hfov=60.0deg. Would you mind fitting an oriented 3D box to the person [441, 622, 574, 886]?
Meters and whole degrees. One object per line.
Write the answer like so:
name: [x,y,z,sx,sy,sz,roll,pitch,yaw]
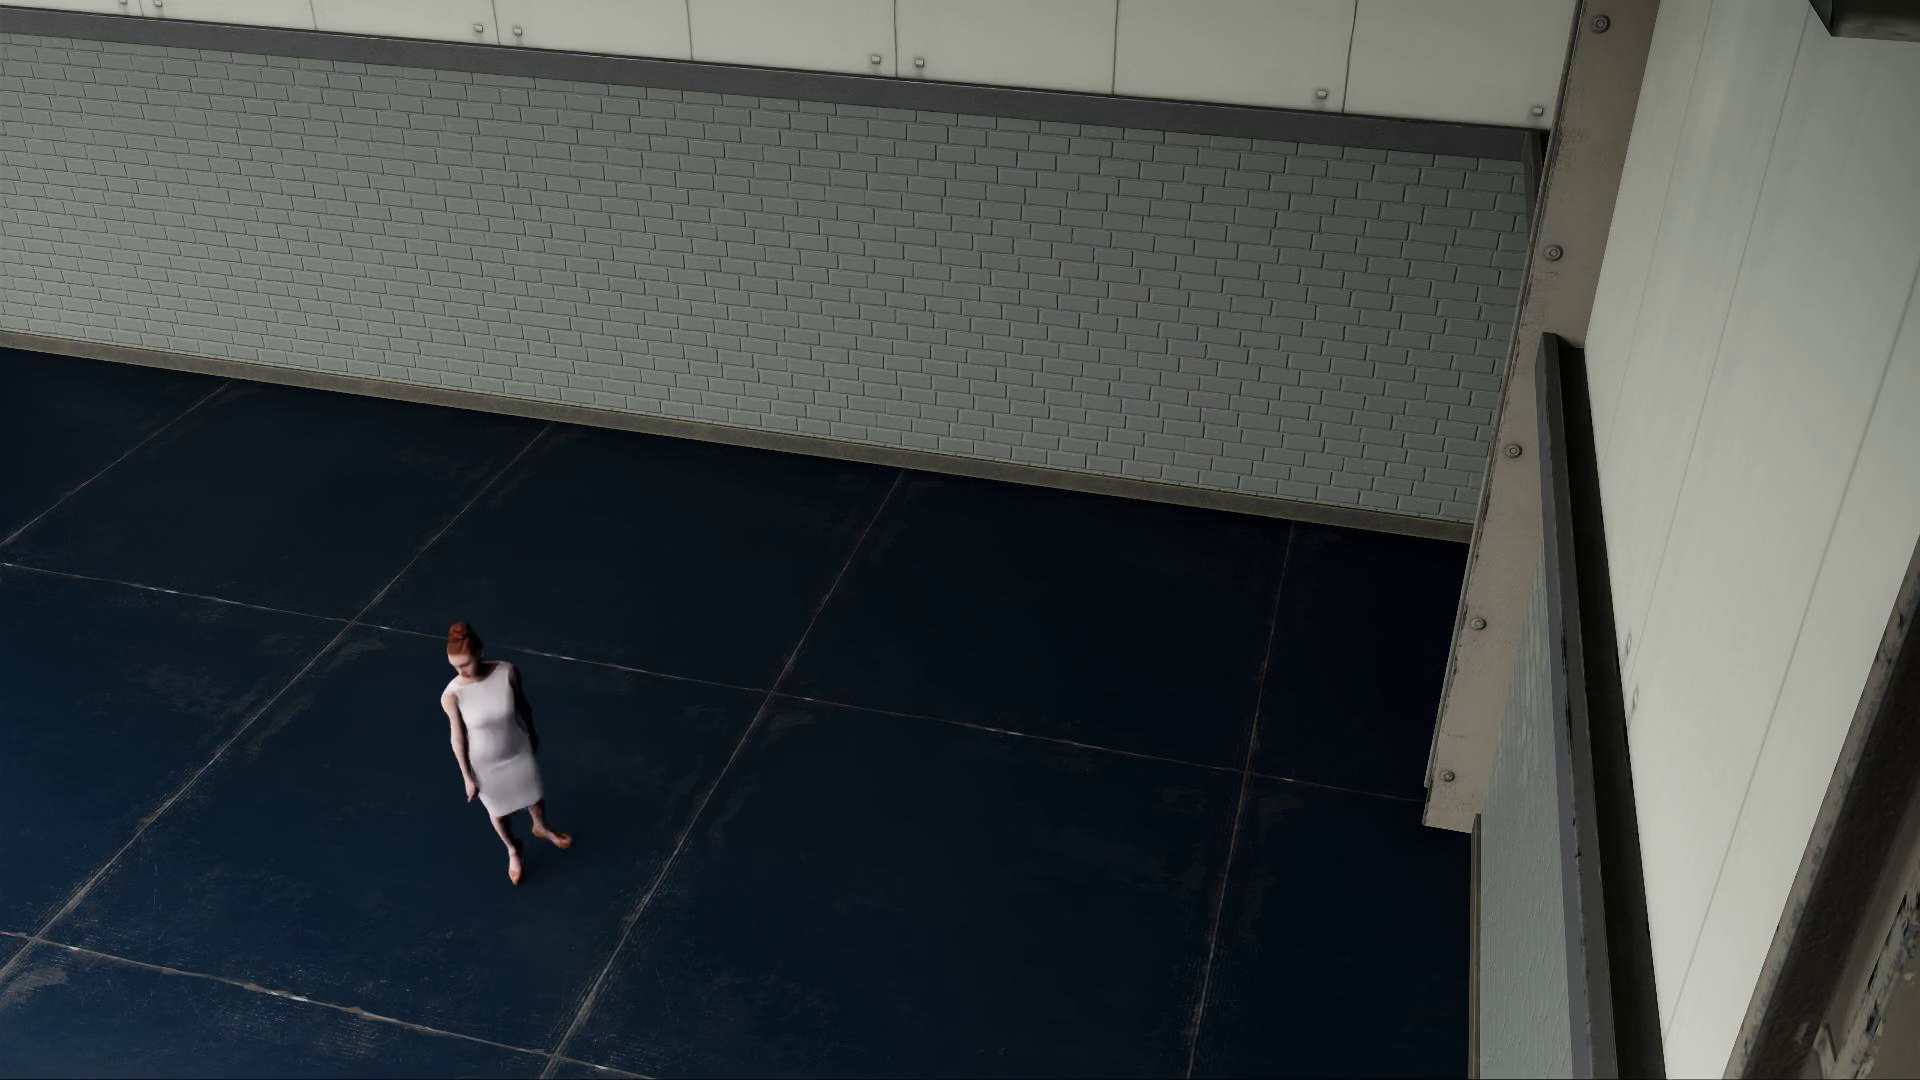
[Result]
person: [-2.382,1.100,8.662,0.868,1.770,0.792,27,41,35]
